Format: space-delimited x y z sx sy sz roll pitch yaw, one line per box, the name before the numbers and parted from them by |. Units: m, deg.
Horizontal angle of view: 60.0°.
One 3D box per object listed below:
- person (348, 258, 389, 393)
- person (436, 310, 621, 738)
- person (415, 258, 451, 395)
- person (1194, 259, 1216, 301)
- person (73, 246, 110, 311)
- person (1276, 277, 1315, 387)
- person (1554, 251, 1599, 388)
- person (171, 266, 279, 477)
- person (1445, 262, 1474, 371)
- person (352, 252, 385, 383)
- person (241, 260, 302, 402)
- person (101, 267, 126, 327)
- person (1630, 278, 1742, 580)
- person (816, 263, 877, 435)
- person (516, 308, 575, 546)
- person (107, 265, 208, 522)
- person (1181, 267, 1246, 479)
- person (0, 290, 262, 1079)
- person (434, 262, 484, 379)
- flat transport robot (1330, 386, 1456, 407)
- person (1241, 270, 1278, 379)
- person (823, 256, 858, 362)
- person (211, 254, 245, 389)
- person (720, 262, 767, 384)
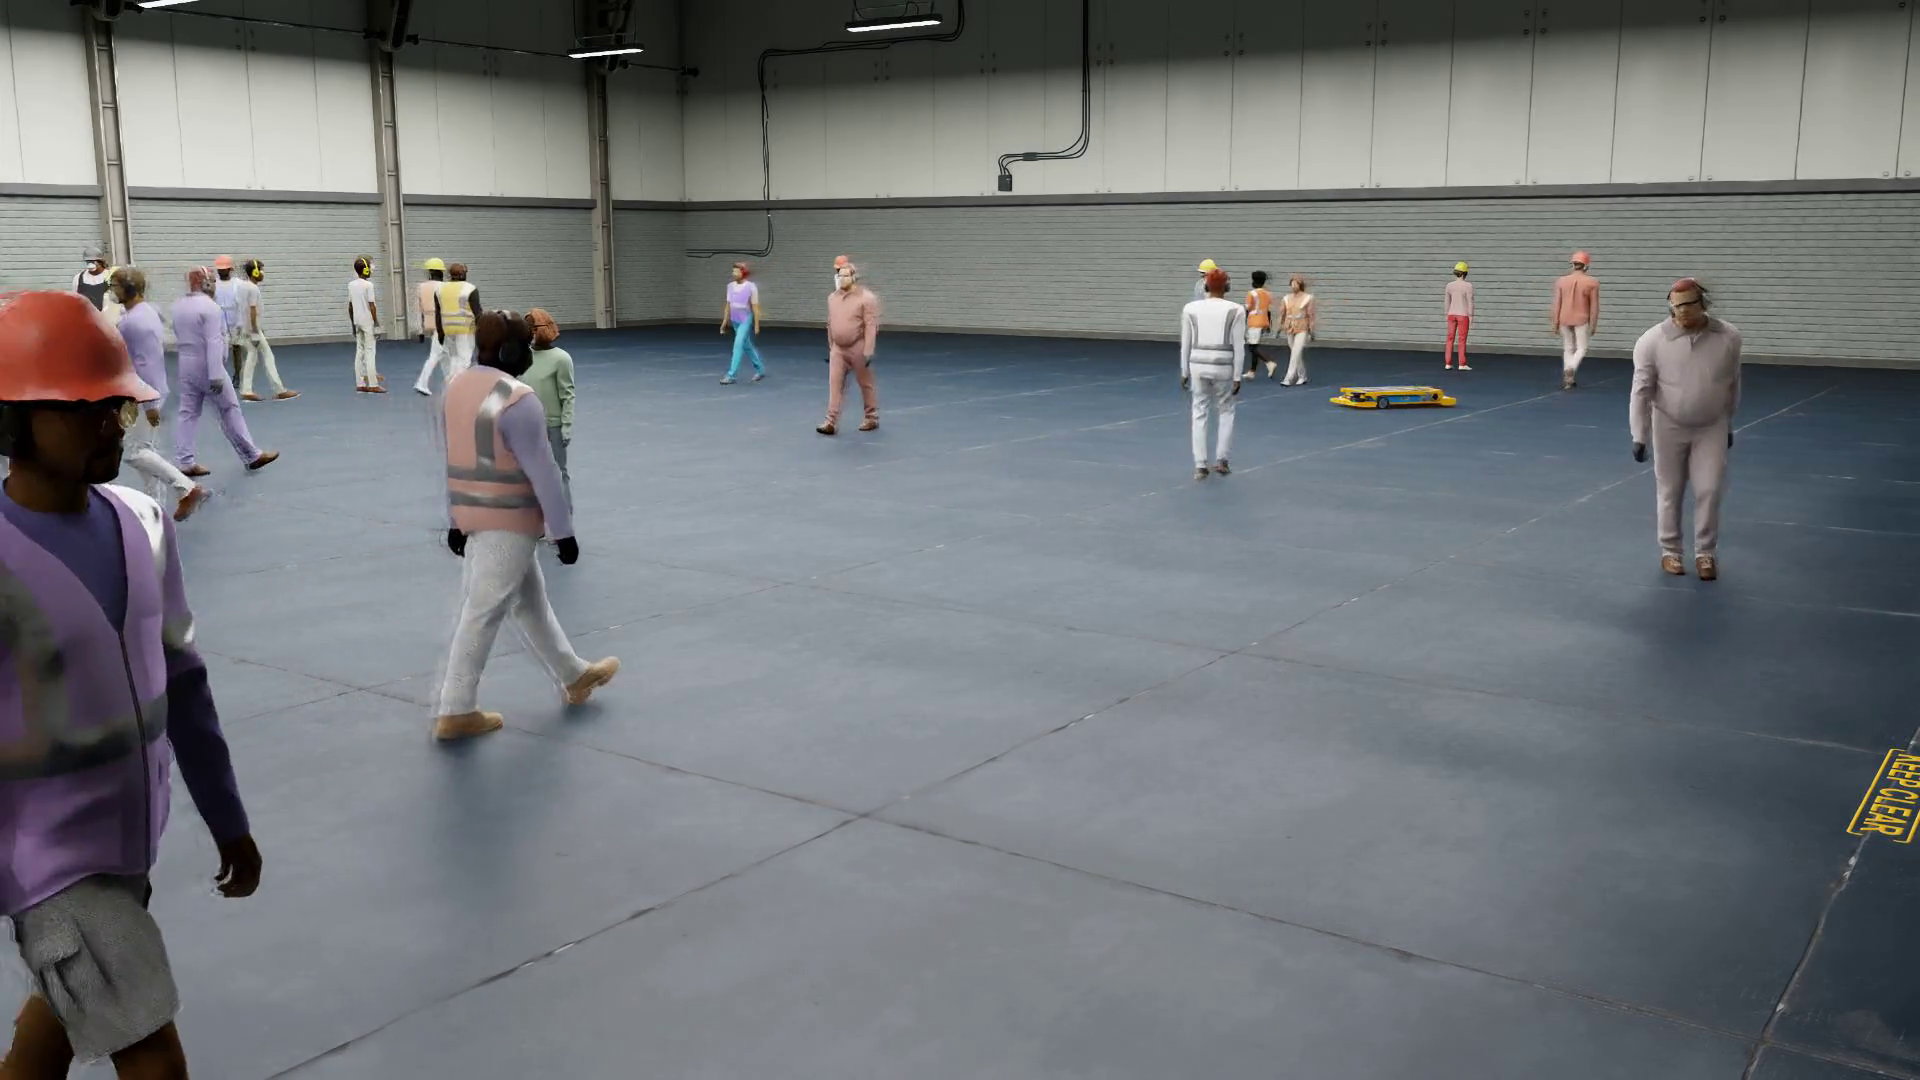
person | -8.250 -2.969 23.095 0.517 1.874 0.328 6 12 30
person | -1.882 -0.083 7.150 0.964 1.788 0.656 -9 13 -41
person | -7.221 -2.938 22.911 0.589 1.883 0.988 6 12 32
person | 3.694 -3.266 24.855 0.404 1.837 0.593 -2 10 -10
person | -11.753 -2.985 22.710 0.684 2.000 0.536 -1 10 -7
person | 4.891 -3.036 24.253 0.538 1.588 0.880 9 13 41
person | 8.737 -3.118 23.649 0.620 1.977 0.645 8 13 38
person | -6.685 -1.516 14.962 0.678 1.860 0.951 7 12 32
person | 8.182 -3.660 27.252 0.309 1.772 0.524 -8 13 -39
person | -8.881 -3.327 24.912 0.364 1.937 0.636 -1 10 -7
person | -9.117 -2.730 21.830 0.768 1.841 0.561 -7 12 -34
person | -10.731 -2.600 21.298 0.604 1.783 0.948 5 11 26
person | 4.483 -0.681 10.313 0.653 1.862 0.631 3 10 14
person | -1.214 -2.089 18.214 0.664 1.852 0.986 5 11 28
person | -2.873 -0.774 11.460 0.498 1.634 0.279 5 11 26
person | -5.860 -1.018 12.023 0.534 1.924 0.633 -4 11 -22
person | 2.247 -1.480 14.785 0.589 1.865 0.603 3 11 18
person | -1.534 0.551 3.043 1.031 1.984 0.630 2 10 10
person | -6.525 -2.719 21.830 0.624 1.825 0.563 3 11 18
flat transport robot | 5.530 -1.836 21.230 1.431 0.197 0.652 -3 10 -15
person | 4.566 -3.252 25.222 0.534 1.673 0.681 -10 14 -44
person | -1.986 -3.972 28.752 0.582 1.855 0.987 9 13 40
person | -10.427 -3.092 23.663 0.538 1.909 0.656 -2 10 -9
person | -3.215 -3.236 24.805 0.564 1.804 0.996 9 14 42
